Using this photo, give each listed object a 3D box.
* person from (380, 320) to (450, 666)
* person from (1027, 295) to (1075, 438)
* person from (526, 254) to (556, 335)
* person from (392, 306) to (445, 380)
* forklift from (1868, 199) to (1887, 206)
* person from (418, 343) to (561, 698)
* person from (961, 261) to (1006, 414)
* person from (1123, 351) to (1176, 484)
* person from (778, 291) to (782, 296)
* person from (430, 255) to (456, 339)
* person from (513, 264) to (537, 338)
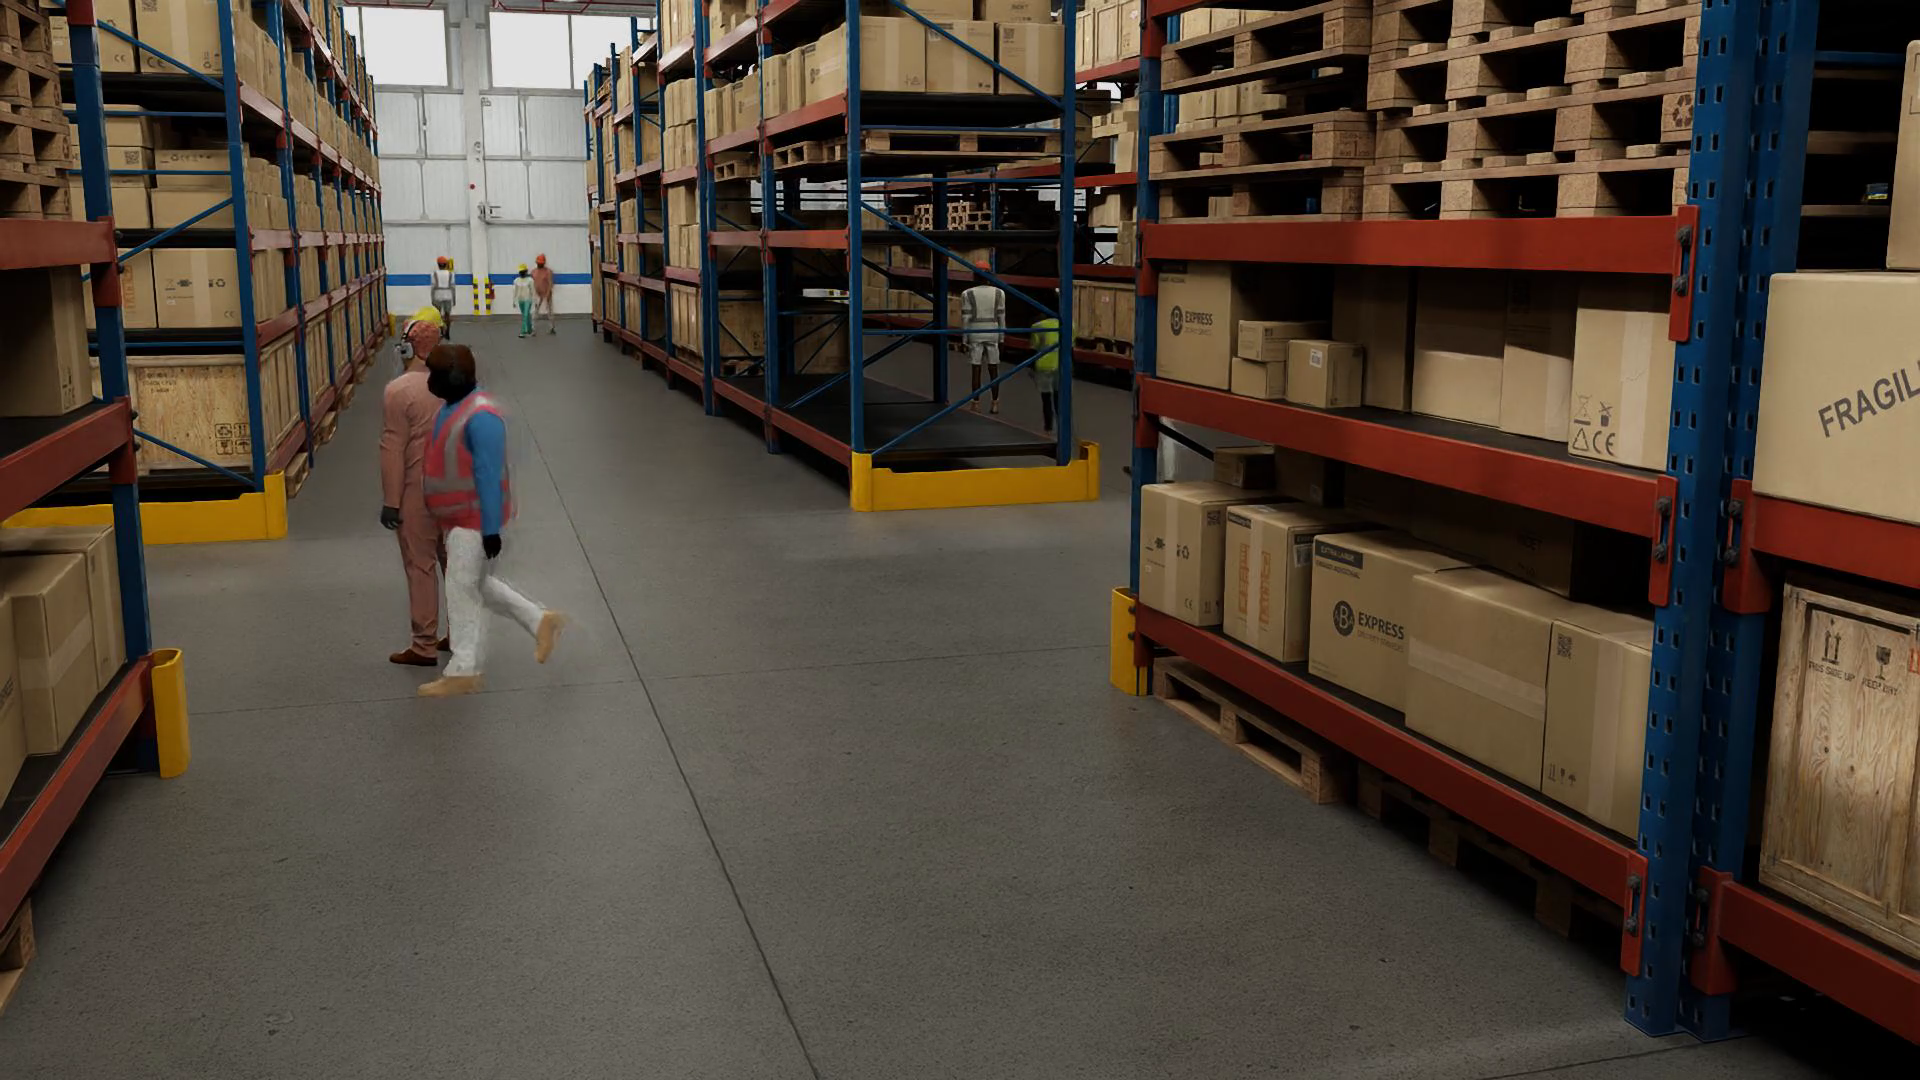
[{"bbox_3d":[-2.952,-0.262,9.212,0.400,1.901,0.645,5,11,25],"label":"person"},{"bbox_3d":[1.038,-1.993,19.255,0.556,1.679,0.456,-3,11,-15],"label":"person"},{"bbox_3d":[-9.977,-5.825,39.616,0.624,1.919,1.020,2,11,13],"label":"person"},{"bbox_3d":[-4.385,-1.050,13.855,0.605,1.784,0.951,3,11,17],"label":"person"},{"bbox_3d":[11.338,-2.915,21.052,1.129,2.768,1.873,-3,11,-17],"label":"forklift"},{"bbox_3d":[-2.474,-0.120,8.661,0.761,1.818,0.628,-7,12,-34],"label":"person"},{"bbox_3d":[0.298,-2.673,22.048,0.605,2.035,0.384,-3,11,-14],"label":"person"},{"bbox_3d":[1.836,-1.305,15.766,0.533,1.584,0.851,-3,11,-17],"label":"person"},{"bbox_3d":[-4.284,-5.219,36.565,0.654,1.825,0.633,-5,11,-24],"label":"person"},{"bbox_3d":[-11.936,-5.597,38.397,0.562,1.915,0.598,-5,11,-25],"label":"person"},{"bbox_3d":[-10.159,-5.573,38.809,0.538,1.718,0.933,3,11,14],"label":"person"}]
